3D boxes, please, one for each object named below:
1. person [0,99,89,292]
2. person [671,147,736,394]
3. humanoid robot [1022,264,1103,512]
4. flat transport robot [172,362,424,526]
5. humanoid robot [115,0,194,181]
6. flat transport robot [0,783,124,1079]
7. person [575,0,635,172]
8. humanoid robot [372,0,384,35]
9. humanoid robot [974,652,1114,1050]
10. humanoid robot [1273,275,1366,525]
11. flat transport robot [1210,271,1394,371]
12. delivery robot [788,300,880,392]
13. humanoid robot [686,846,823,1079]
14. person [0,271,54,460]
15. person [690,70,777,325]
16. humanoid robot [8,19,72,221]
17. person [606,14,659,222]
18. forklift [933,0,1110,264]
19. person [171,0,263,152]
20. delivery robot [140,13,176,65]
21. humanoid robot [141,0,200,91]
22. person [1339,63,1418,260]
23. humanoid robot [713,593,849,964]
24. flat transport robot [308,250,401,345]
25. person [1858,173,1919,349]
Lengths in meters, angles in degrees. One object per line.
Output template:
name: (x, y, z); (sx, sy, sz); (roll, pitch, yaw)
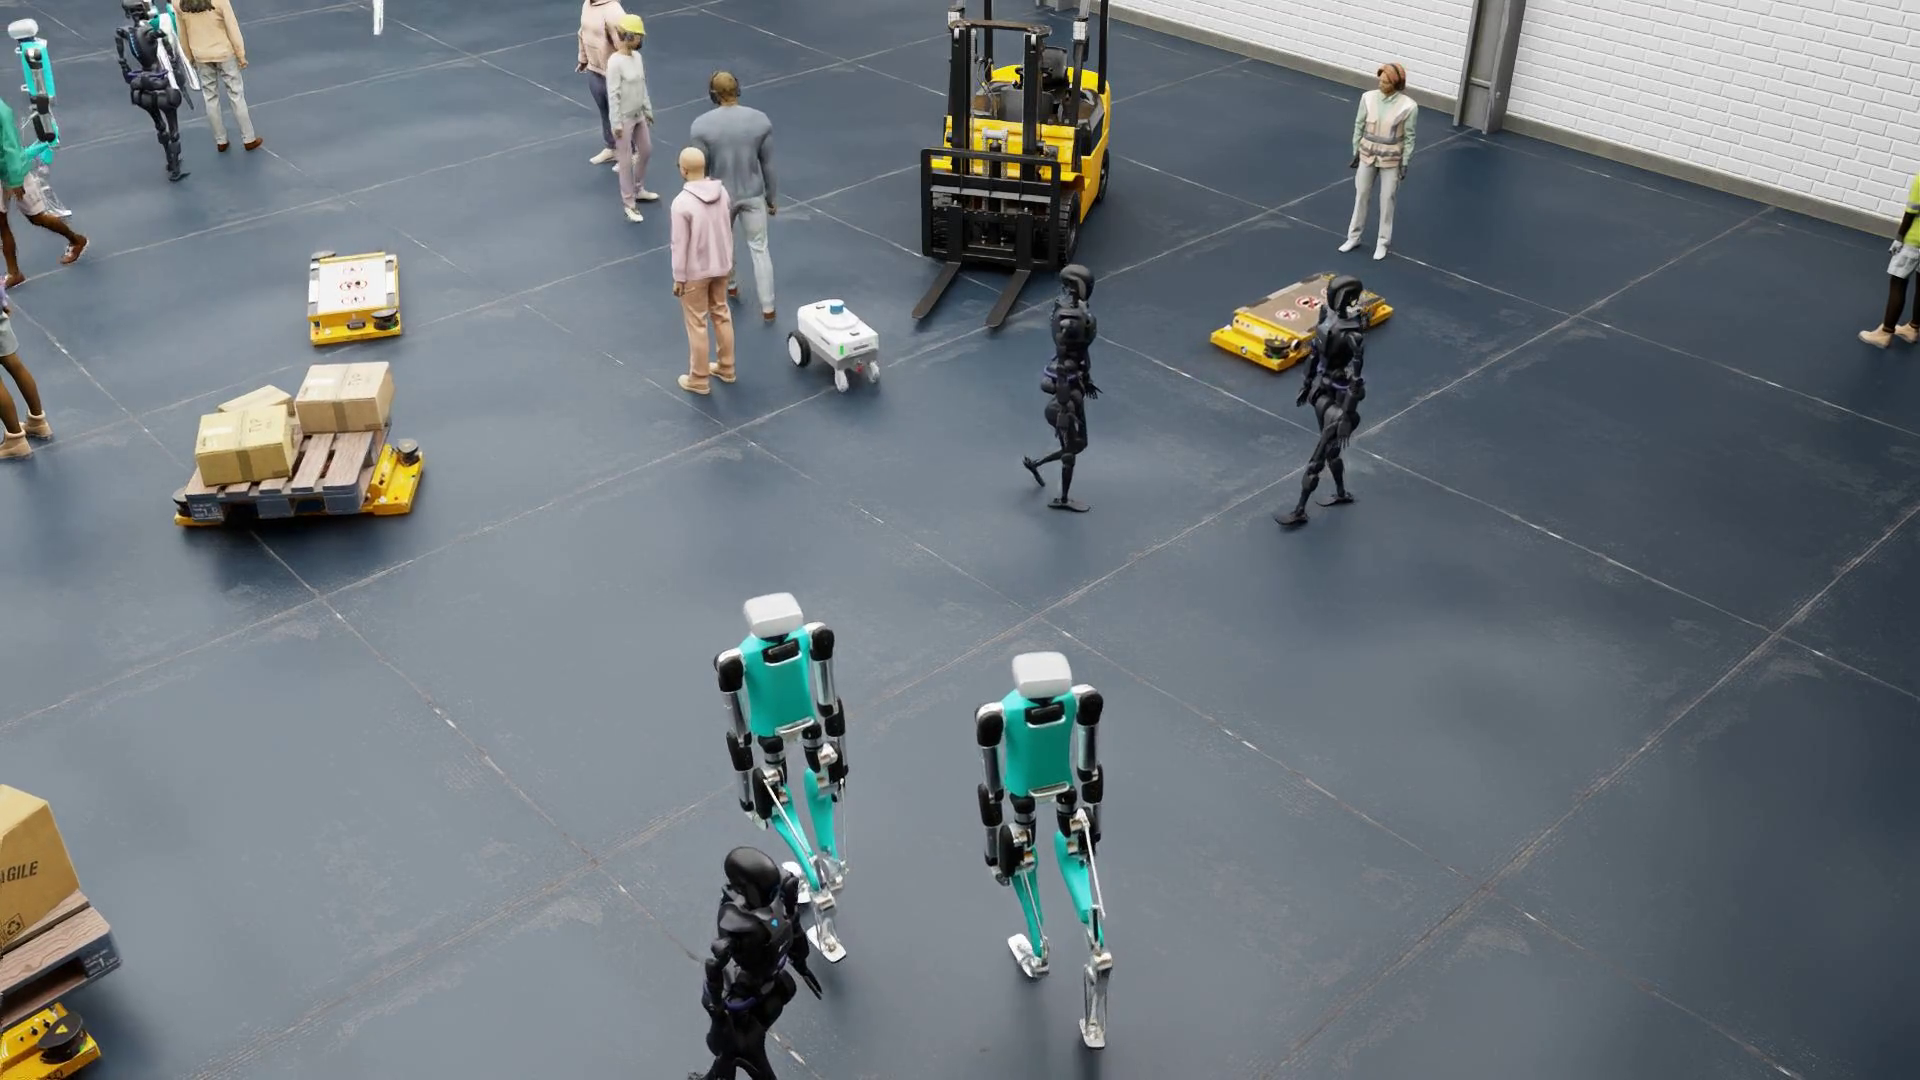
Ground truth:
person: (-7.573, -2.948, 13.292); (0.503, 1.819, 0.840); (14, 36, 21)
person: (-1.786, -1.883, 11.690); (0.419, 1.774, 0.541); (24, 40, 32)
humanoid robot: (0.627, -0.944, 10.332); (0.452, 1.642, 0.600); (10, 34, 15)
flat transport robot: (-4.253, -0.367, 10.737); (1.431, 0.231, 0.659); (-3, 33, -5)
humanoid robot: (-7.362, -4.177, 15.301); (0.609, 1.644, 0.506); (4, 33, 6)
flat transport robot: (-4.356, 1.975, 7.137); (1.431, 0.231, 0.659); (26, 41, 34)
person: (-3.260, -4.389, 15.451); (0.796, 1.870, 0.410); (27, 42, 35)
humanoid robot: (-6.928, -6.881, 19.417); (0.546, 1.765, 0.970); (-4, 33, -5)
humanoid robot: (0.417, 1.384, 6.730); (0.530, 1.757, 0.976); (-10, 34, -15)
humanoid robot: (2.250, -0.869, 10.239); (0.714, 1.628, 0.602); (-10, 34, -14)
flat transport robot: (2.645, -1.693, 12.776); (1.431, 0.231, 0.659); (-26, 41, -34)
delivery robot: (-0.904, -1.466, 12.182); (0.499, 0.614, 0.815); (-19, 37, -26)
humanoid robot: (-0.781, 1.727, 6.286); (0.820, 1.624, 0.590); (16, 36, 24)
person: (-6.441, -1.477, 10.820); (0.391, 2.041, 0.610); (5, 33, 7)
person: (-1.726, -2.643, 12.774); (0.638, 1.867, 0.938); (-12, 35, -17)
humanoid robot: (-7.988, -3.467, 14.244); (0.744, 1.878, 0.546); (-15, 36, -21)
person: (-2.880, -3.673, 14.484); (0.357, 1.728, 0.636); (12, 35, 17)
forklift: (0.570, -3.725, 14.138); (1.214, 2.155, 2.313); (9, 34, 13)
person: (-7.086, -4.613, 15.792); (0.565, 1.876, 0.403); (-3, 33, -5)
delivery robot: (-8.950, -5.623, 18.559); (0.499, 0.601, 0.783); (-10, 34, -15)
humanoid robot: (-8.353, -5.561, 17.375); (0.532, 1.795, 0.674); (-19, 38, -27)
person: (3.472, -3.125, 13.719); (0.513, 1.636, 0.313); (21, 39, 29)
humanoid robot: (-0.635, 1.126, 7.109); (0.531, 1.746, 0.956); (-18, 37, -26)
flat transport robot: (-4.790, -1.950, 13.170); (0.659, 0.231, 1.431); (-9, 34, -14)
person: (7.130, -2.240, 12.312); (0.529, 1.690, 0.319); (-11, 35, -16)
